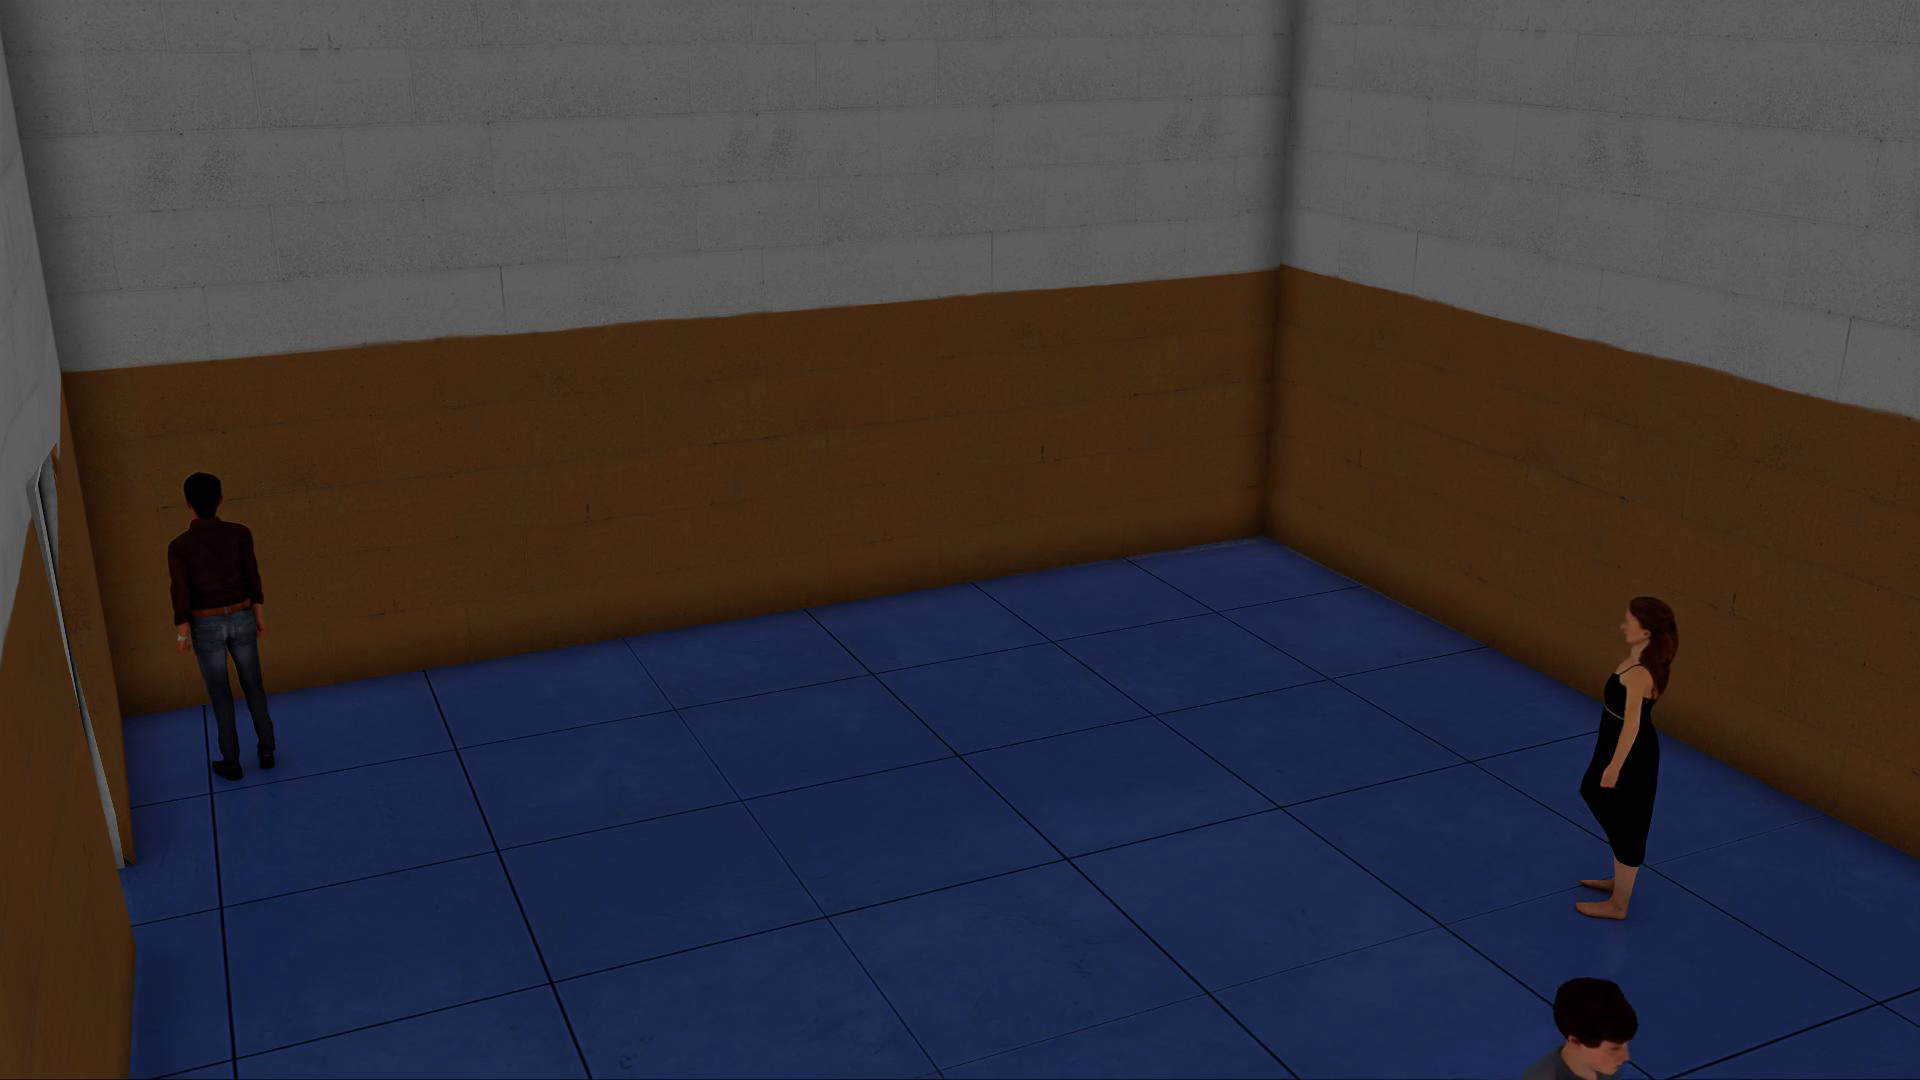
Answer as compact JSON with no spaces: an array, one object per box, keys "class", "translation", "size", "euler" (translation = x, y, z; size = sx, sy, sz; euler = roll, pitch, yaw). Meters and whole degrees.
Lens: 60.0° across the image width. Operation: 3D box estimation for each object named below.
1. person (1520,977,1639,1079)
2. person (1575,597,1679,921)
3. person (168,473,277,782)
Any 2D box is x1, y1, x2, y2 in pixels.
[{"class":"person","translation":[1.735,2.001,5.043],"size":[1.134,1.612,0.901],"euler":[-16,24,-39]},{"class":"person","translation":[3.192,1.032,7.915],"size":[0.736,1.626,0.661],"euler":[10,21,28]},{"class":"person","translation":[-4.118,0.479,9.311],"size":[0.575,1.782,0.765],"euler":[-16,25,-40]}]
